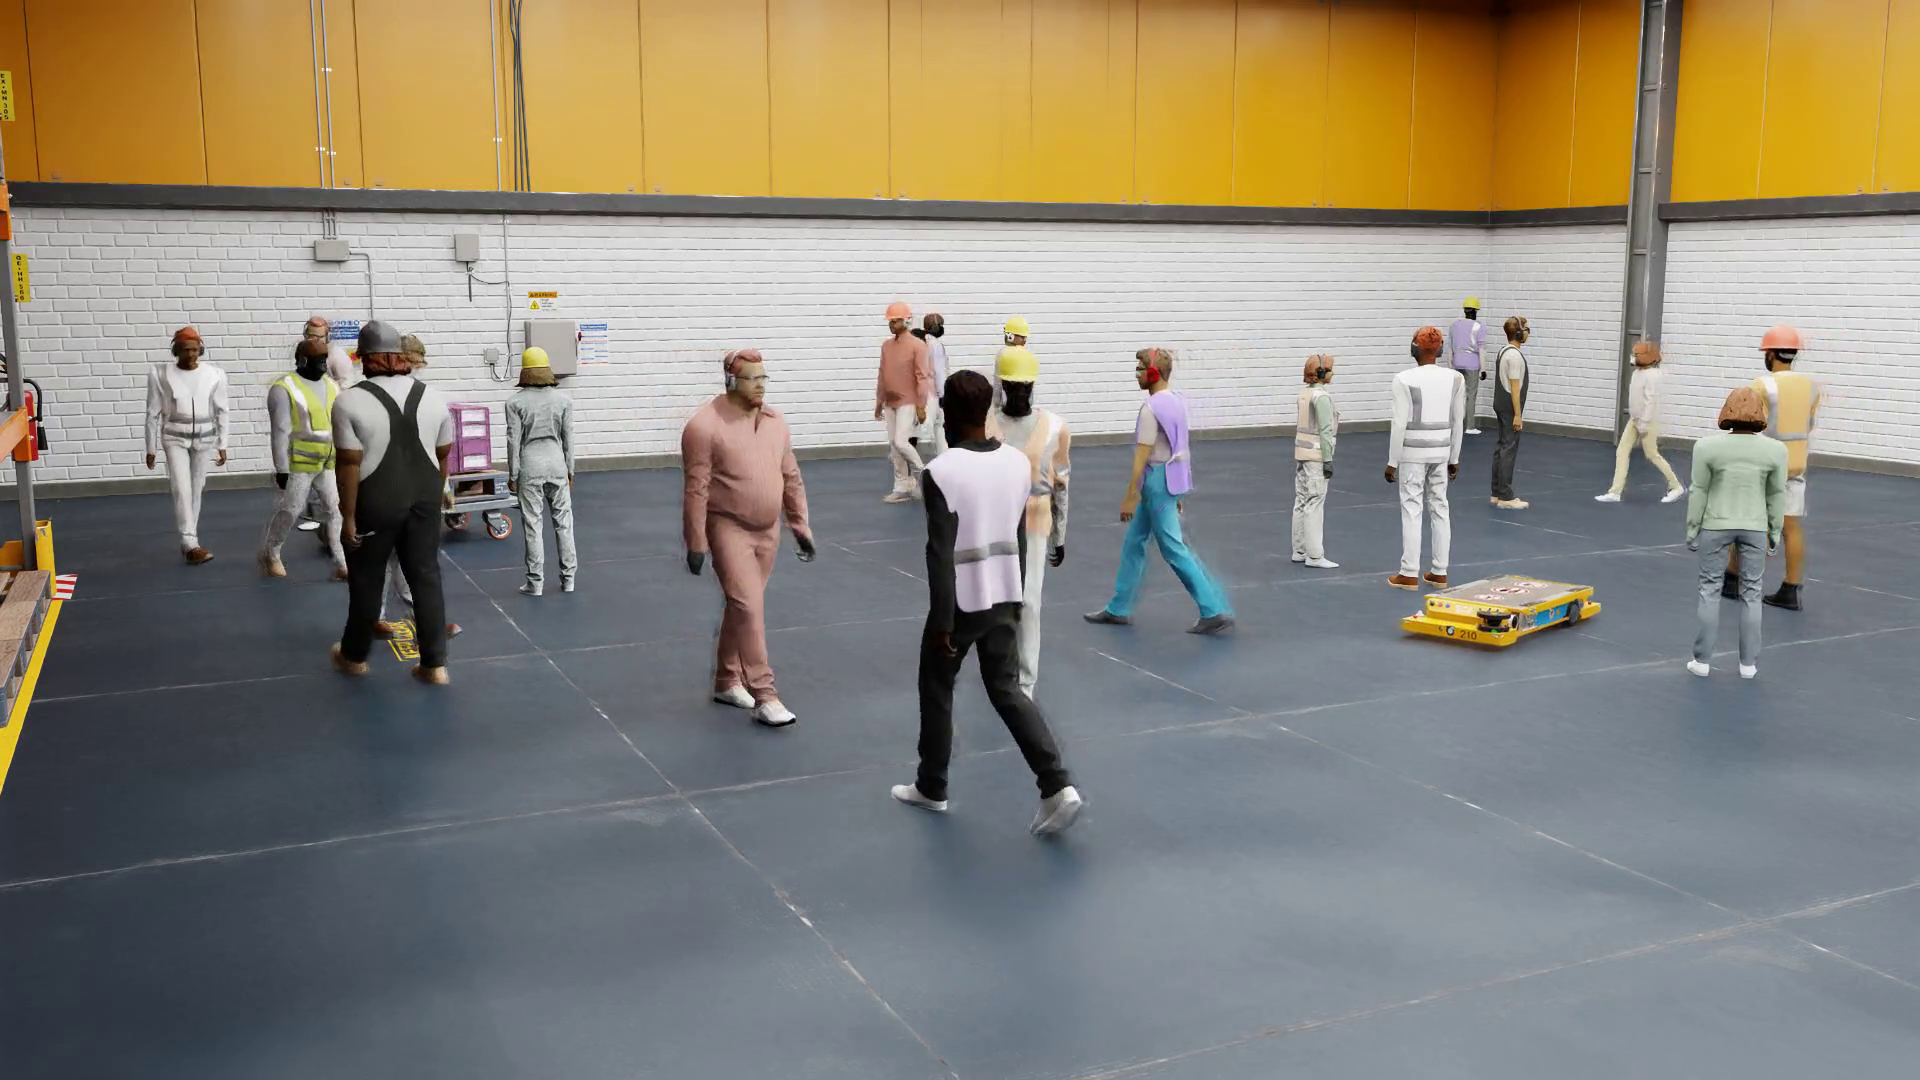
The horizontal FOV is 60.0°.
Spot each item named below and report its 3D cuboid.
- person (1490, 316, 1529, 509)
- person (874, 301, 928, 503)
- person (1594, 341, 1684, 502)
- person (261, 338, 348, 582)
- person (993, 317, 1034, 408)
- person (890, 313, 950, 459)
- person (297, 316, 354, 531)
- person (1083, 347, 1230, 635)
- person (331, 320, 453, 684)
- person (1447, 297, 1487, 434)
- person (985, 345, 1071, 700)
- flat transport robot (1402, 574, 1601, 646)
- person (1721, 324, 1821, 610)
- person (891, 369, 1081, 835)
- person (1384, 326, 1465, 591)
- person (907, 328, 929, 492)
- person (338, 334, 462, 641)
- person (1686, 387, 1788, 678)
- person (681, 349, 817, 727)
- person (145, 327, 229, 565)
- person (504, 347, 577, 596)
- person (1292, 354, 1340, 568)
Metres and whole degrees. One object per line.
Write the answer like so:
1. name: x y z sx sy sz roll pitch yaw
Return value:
1. person: 5.297 -1.220 15.956 0.335 1.846 0.513 1 9 5
2. person: -0.586 -1.342 16.281 0.414 1.978 0.621 -7 12 -39
3. person: 6.738 -1.155 16.311 0.819 1.595 0.531 0 9 -1
4. person: -4.810 -0.584 12.188 0.957 1.801 0.633 5 10 28
5. person: 0.527 -1.275 16.371 0.403 1.822 0.588 1 9 6
6. person: -0.394 -1.697 19.068 0.910 1.810 0.640 -3 10 -20
7. person: -5.663 -1.021 14.604 0.727 1.874 0.676 -9 13 -44
8. person: 1.266 -0.304 10.425 0.955 1.805 0.590 3 10 19
9. person: -3.179 -0.231 9.215 0.696 2.000 0.727 -9 13 -44
10. person: 7.107 -2.438 23.290 0.389 1.919 0.588 -7 12 -38
11. person: 0.285 -0.086 8.783 0.593 1.897 0.928 0 9 2
12. flat transport robot: 3.476 0.427 10.608 0.652 0.197 1.431 9 13 43
13. person: 5.488 -0.510 11.360 0.564 1.903 0.837 -2 9 -12
14. person: 0.100 0.249 6.742 0.609 1.882 0.938 -9 13 -44
15. person: 3.307 -0.579 11.859 0.584 1.882 0.339 -3 10 -18
16. person: -0.481 -1.341 17.192 0.321 1.689 0.530 -1 9 -5
17. person: -3.339 -0.296 10.091 0.973 1.883 0.653 4 10 25
18. person: 4.330 -0.037 9.296 0.497 1.629 0.272 2 9 15
19. person: -1.001 -0.016 8.386 0.884 1.869 0.669 7 12 39
20. person: -6.038 -0.738 13.024 0.597 1.839 0.861 -8 12 -40
21. person: -2.954 -0.482 11.701 0.488 1.740 0.318 -6 11 -31
22. person: 2.730 -0.607 12.789 0.311 1.642 0.512 -2 9 -10
